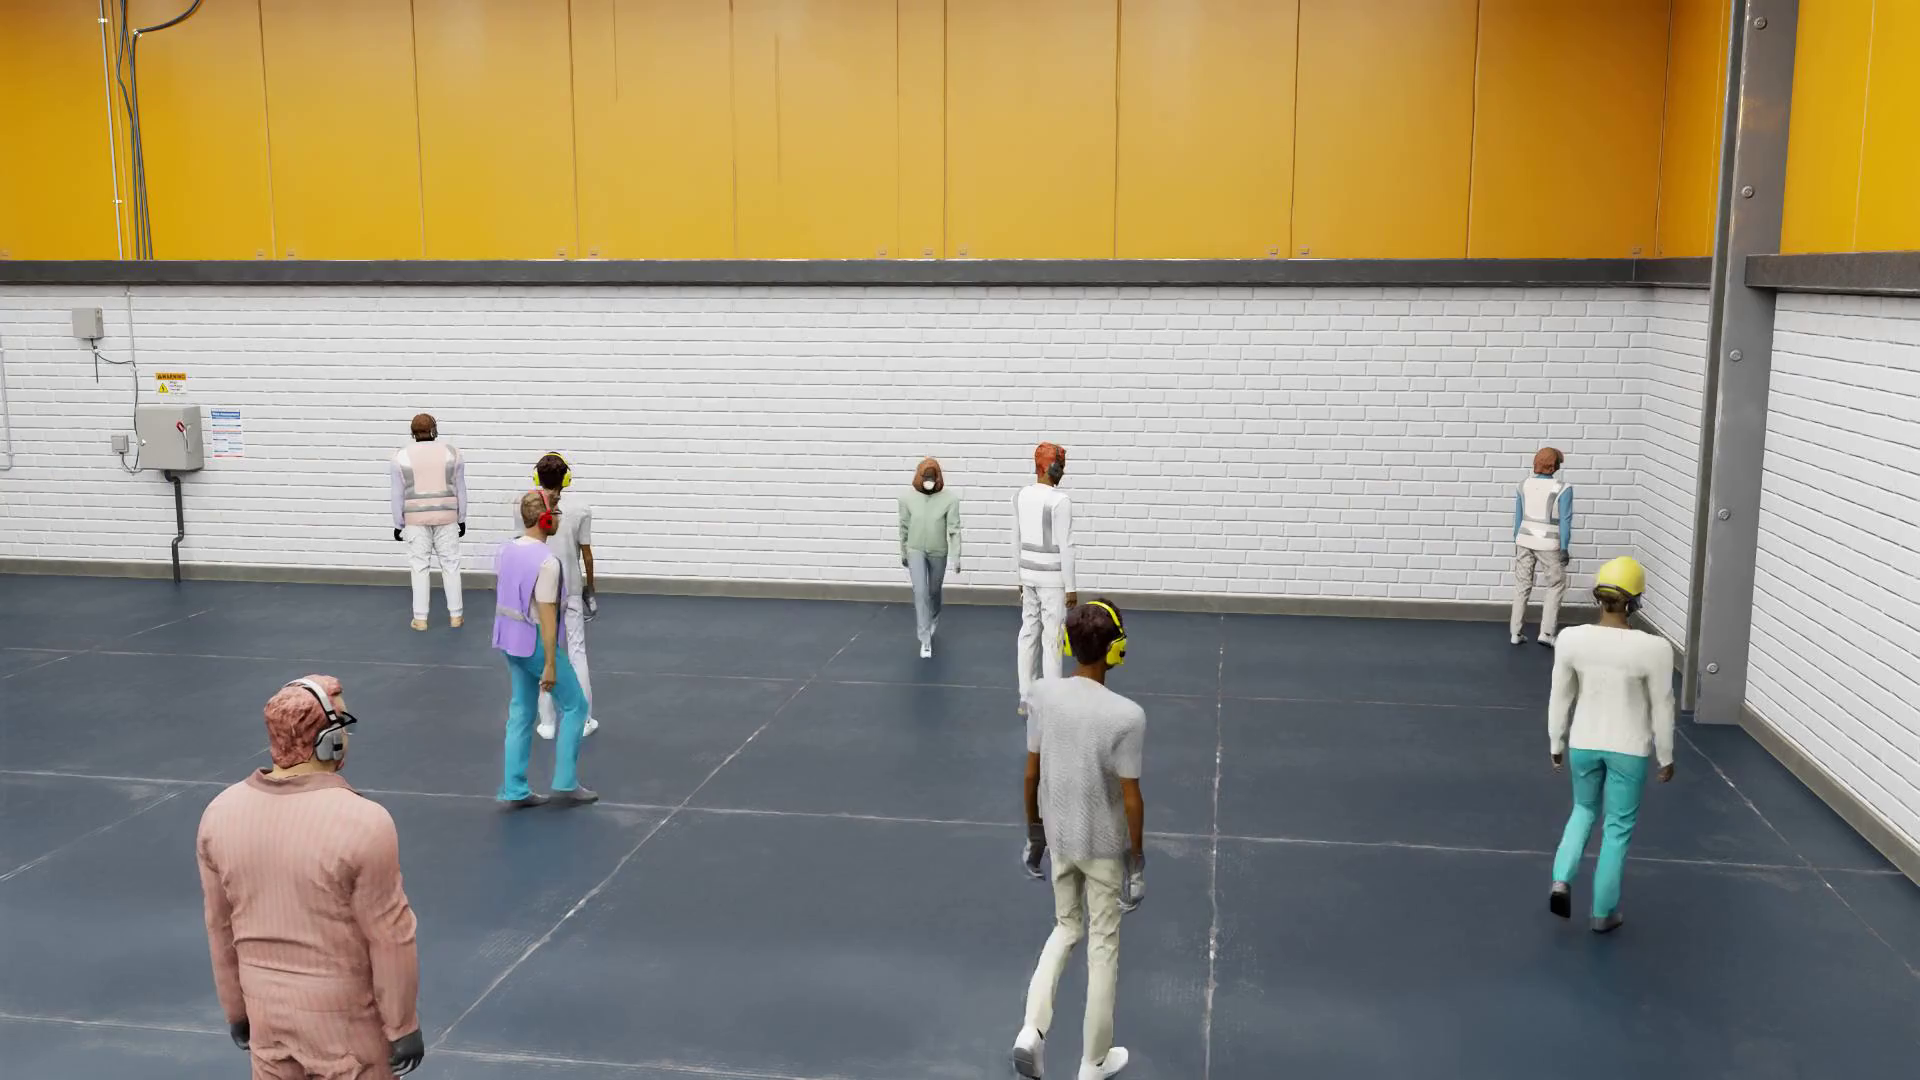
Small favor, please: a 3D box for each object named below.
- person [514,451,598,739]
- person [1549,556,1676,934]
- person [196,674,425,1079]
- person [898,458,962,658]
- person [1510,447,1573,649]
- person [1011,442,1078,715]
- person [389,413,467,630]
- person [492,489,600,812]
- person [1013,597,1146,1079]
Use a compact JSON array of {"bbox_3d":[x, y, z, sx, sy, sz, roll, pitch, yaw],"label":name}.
[{"bbox_3d":[-2.623,0.360,10.801,0.517,1.873,0.334,-2,9,-10],"label":"person"},{"bbox_3d":[2.961,0.943,7.572,0.530,1.755,0.401,9,13,43],"label":"person"},{"bbox_3d":[-1.802,1.325,4.738,0.641,1.910,0.401,3,10,19],"label":"person"},{"bbox_3d":[-0.241,0.096,13.370,0.508,1.575,0.881,0,9,-1],"label":"person"},{"bbox_3d":[4.685,0.063,13.432,0.367,1.626,0.519,-7,11,-36],"label":"person"},{"bbox_3d":[0.584,0.279,11.250,0.355,1.887,0.574,-7,12,-38],"label":"person"},{"bbox_3d":[-4.486,-0.155,14.081,0.619,1.839,0.430,-4,10,-23],"label":"person"},{"bbox_3d":[-2.318,0.617,9.362,0.657,1.821,0.585,-9,13,-44],"label":"person"},{"bbox_3d":[0.441,1.130,6.082,0.537,1.860,0.506,7,11,35],"label":"person"}]
